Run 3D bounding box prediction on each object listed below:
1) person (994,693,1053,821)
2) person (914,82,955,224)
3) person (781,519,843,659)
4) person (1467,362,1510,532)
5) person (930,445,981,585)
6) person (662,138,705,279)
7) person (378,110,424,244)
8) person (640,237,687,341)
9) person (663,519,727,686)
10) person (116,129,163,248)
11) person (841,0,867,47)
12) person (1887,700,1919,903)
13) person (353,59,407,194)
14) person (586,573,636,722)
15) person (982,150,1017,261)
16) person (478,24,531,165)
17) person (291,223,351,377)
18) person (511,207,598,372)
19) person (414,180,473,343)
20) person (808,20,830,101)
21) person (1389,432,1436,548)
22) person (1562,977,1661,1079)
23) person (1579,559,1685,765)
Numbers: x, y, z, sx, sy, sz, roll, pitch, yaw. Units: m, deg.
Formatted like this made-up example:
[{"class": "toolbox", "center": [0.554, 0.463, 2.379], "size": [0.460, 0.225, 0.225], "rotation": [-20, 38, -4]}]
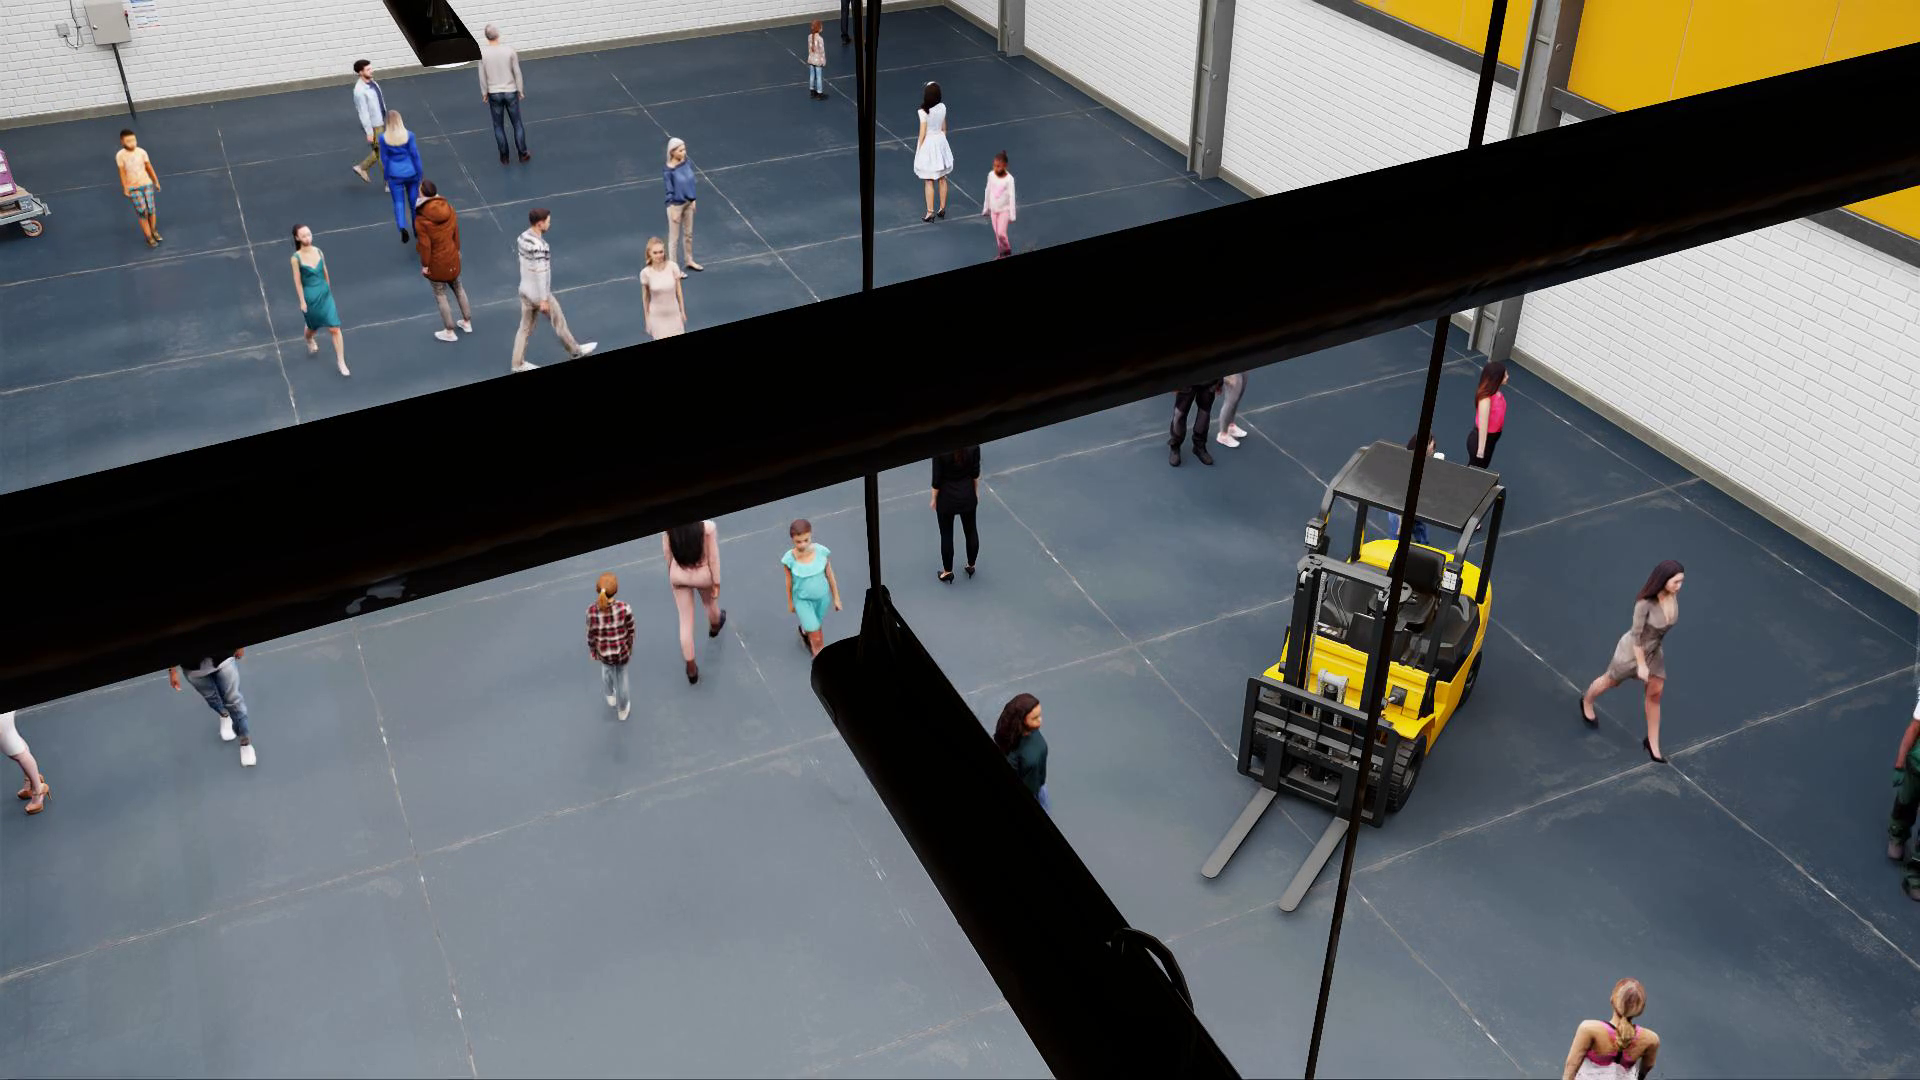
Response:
[{"class": "person", "center": [0.339, 1.703, 11.457], "size": [1.188, 1.575, 0.969], "rotation": [20, 39, 27]}, {"class": "person", "center": [-0.336, -4.950, 21.245], "size": [0.748, 1.818, 0.776], "rotation": [-22, 39, -29]}, {"class": "person", "center": [-1.213, 0.445, 13.400], "size": [0.688, 1.519, 1.098], "rotation": [-11, 35, -16]}, {"class": "person", "center": [4.811, -0.888, 15.283], "size": [0.702, 1.655, 0.652], "rotation": [13, 36, 19]}, {"class": "person", "center": [-0.033, -0.353, 14.472], "size": [0.612, 1.661, 0.566], "rotation": [-11, 35, -16]}, {"class": "person", "center": [-3.357, -3.998, 19.924], "size": [0.722, 1.696, 0.708], "rotation": [22, 39, 29]}, {"class": "person", "center": [-6.902, -4.470, 20.641], "size": [0.729, 1.689, 0.929], "rotation": [-8, 34, -11]}, {"class": "person", "center": [-3.079, -2.333, 17.307], "size": [0.626, 1.820, 0.642], "rotation": [-11, 35, -15]}, {"class": "person", "center": [-2.152, 0.390, 13.343], "size": [0.997, 1.673, 1.209], "rotation": [0, 34, 0]}, {"class": "person", "center": [-10.287, -4.441, 20.812], "size": [0.687, 1.451, 0.840], "rotation": [-26, 42, -33]}, {"class": "person", "center": [-1.824, -9.116, 27.531], "size": [0.743, 1.798, 0.828], "rotation": [14, 36, 21]}, {"class": "person", "center": [6.743, 1.523, 11.513], "size": [1.100, 1.812, 1.142], "rotation": [13, 36, 19]}, {"class": "person", "center": [-7.841, -5.478, 22.060], "size": [0.997, 1.796, 1.016], "rotation": [2, 34, 3]}, {"class": "person", "center": [-2.703, 0.868, 12.966], "size": [0.624, 1.293, 0.695], "rotation": [-2, 34, -3]}, {"class": "person", "center": [0.536, -4.060, 20.252], "size": [0.592, 1.437, 0.695], "rotation": [26, 42, 34]}, {"class": "person", "center": [-6.318, -6.162, 22.993], "size": [0.788, 1.903, 0.722], "rotation": [-6, 34, -9]}, {"class": "person", "center": [-6.943, -2.587, 17.839], "size": [0.772, 1.654, 1.088], "rotation": [-27, 42, -34]}, {"class": "person", "center": [-4.599, -2.607, 17.740], "size": [0.997, 1.796, 1.215], "rotation": [-21, 39, -28]}, {"class": "person", "center": [-5.747, -3.103, 18.450], "size": [0.876, 1.837, 0.844], "rotation": [20, 39, 27]}, {"class": "person", "center": [-2.197, -7.341, 25.408], "size": [0.494, 1.193, 0.596], "rotation": [26, 42, 34]}, {"class": "person", "center": [3.798, -0.264, 14.381], "size": [0.722, 1.614, 0.722], "rotation": [-29, 43, -36]}, {"class": "person", "center": [3.512, 3.163, 9.109], "size": [1.080, 1.742, 1.191], "rotation": [9, 35, 13]}, {"class": "person", "center": [5.092, 0.839, 12.645], "size": [0.633, 1.698, 1.065], "rotation": [-16, 37, -23]}]
